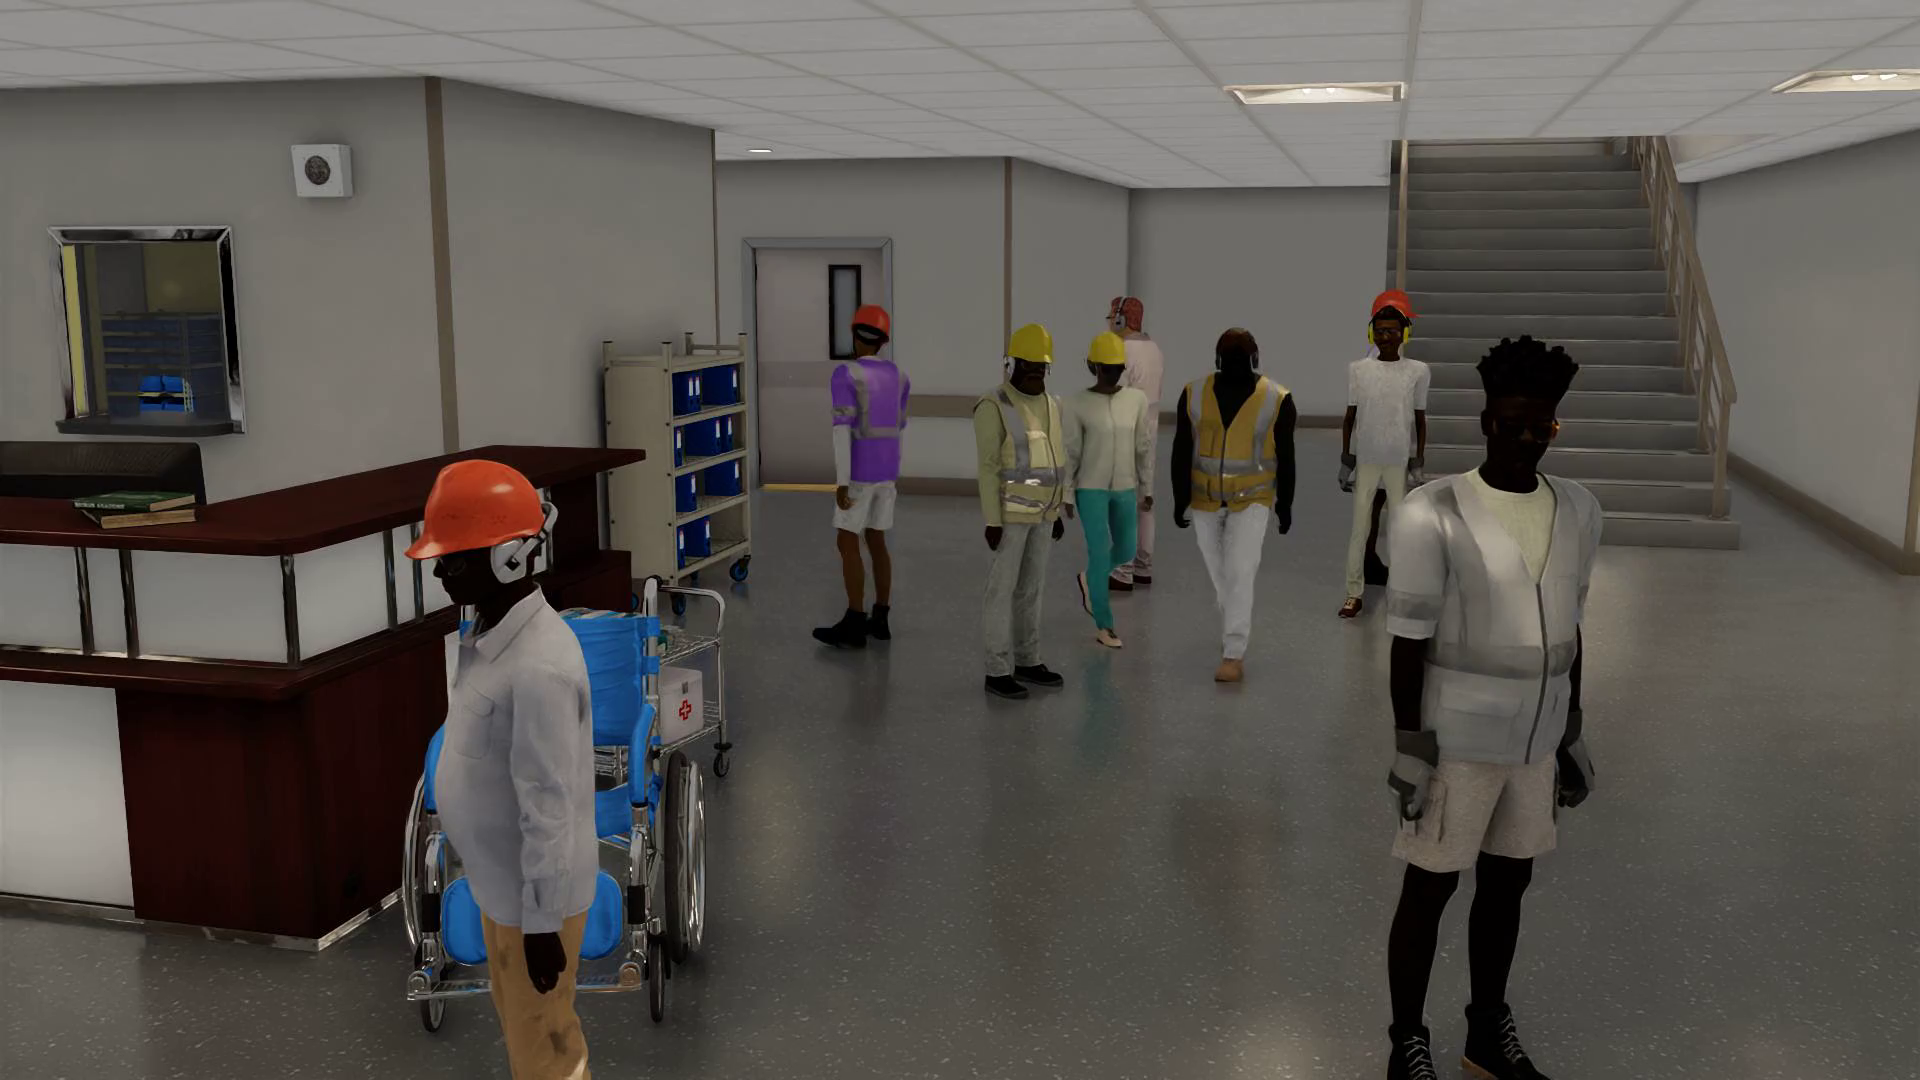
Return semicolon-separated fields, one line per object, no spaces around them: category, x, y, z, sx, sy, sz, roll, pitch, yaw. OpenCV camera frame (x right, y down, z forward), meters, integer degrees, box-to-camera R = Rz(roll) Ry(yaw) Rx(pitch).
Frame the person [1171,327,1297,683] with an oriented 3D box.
person;1.440;-0.224;8.755;0.625;1.804;0.932;4;11;24

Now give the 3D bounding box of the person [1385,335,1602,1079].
person;1.319;0.477;4.129;0.608;1.963;0.371;-4;10;-22

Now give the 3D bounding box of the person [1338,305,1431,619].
person;2.503;-0.450;9.865;0.508;1.872;0.328;3;10;16

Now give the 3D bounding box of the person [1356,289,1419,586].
person;2.803;-0.674;10.980;0.365;1.939;0.542;2;10;10

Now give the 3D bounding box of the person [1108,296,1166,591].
person;1.077;-0.625;10.824;0.399;1.901;0.648;6;11;31

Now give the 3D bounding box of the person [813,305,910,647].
person;-0.558;-0.366;9.327;0.458;1.883;0.723;8;13;40

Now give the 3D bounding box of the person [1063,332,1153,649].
person;0.784;-0.304;9.345;0.541;1.745;0.626;-4;10;-23

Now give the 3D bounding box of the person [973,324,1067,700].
person;0.321;-0.147;8.206;0.404;1.828;0.592;8;13;40

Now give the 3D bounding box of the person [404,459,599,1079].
person;-0.946;0.695;3.492;0.352;1.743;0.564;-5;11;-25
